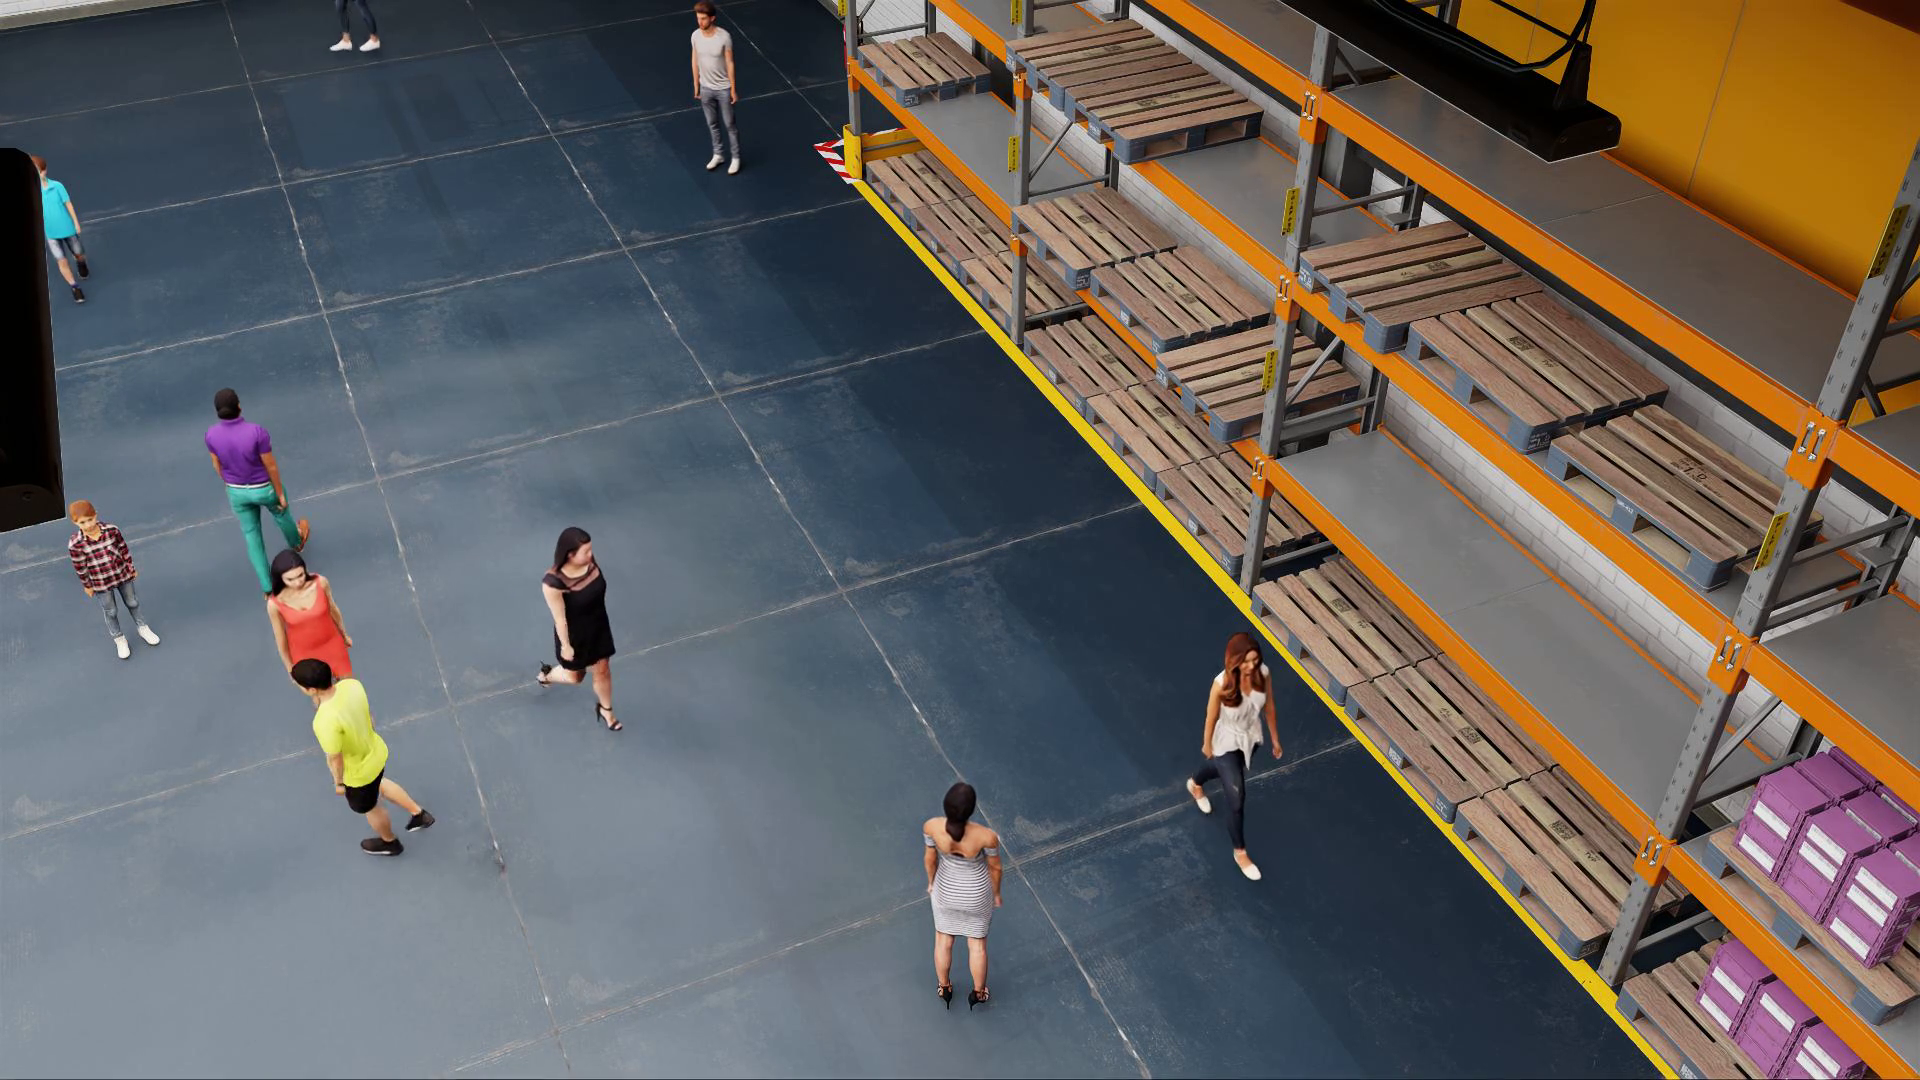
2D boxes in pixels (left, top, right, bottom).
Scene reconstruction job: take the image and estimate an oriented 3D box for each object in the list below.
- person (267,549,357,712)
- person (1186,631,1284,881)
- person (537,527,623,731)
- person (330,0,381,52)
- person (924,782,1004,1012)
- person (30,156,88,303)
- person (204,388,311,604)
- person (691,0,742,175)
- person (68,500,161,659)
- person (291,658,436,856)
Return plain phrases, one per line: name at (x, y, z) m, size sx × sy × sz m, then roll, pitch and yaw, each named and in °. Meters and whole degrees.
person at (-4.345, 0.690, 11.133) m, size 0.726 × 1.702 × 0.718 m, roll -30°, pitch 47°, yaw -32°
person at (1.682, 1.210, 10.446) m, size 0.670 × 1.746 × 1.121 m, roll -19°, pitch 42°, yaw -22°
person at (-2.632, 0.606, 11.249) m, size 1.055 × 1.689 × 0.947 m, roll 21°, pitch 43°, yaw 24°
person at (-7.486, -6.959, 20.636) m, size 0.780 × 1.795 × 0.818 m, roll -24°, pitch 45°, yaw -27°
person at (0.009, 2.023, 9.368) m, size 0.680 × 1.822 × 0.717 m, roll 8°, pitch 39°, yaw 10°
person at (-8.690, -3.031, 16.006) m, size 0.539 × 1.435 × 0.809 m, roll -18°, pitch 42°, yaw -21°
person at (-5.259, -0.288, 12.341) m, size 0.869 × 1.722 × 1.193 m, roll -5°, pitch 39°, yaw -7°
person at (-2.627, -4.917, 18.006) m, size 0.758 × 1.886 × 0.808 m, roll 11°, pitch 40°, yaw 13°
person at (-6.145, 0.250, 12.001) m, size 0.596 × 1.306 × 0.605 m, roll -30°, pitch 47°, yaw -32°
person at (-3.637, 1.365, 10.302) m, size 0.883 × 1.684 × 0.834 m, roll 6°, pitch 39°, yaw 7°
